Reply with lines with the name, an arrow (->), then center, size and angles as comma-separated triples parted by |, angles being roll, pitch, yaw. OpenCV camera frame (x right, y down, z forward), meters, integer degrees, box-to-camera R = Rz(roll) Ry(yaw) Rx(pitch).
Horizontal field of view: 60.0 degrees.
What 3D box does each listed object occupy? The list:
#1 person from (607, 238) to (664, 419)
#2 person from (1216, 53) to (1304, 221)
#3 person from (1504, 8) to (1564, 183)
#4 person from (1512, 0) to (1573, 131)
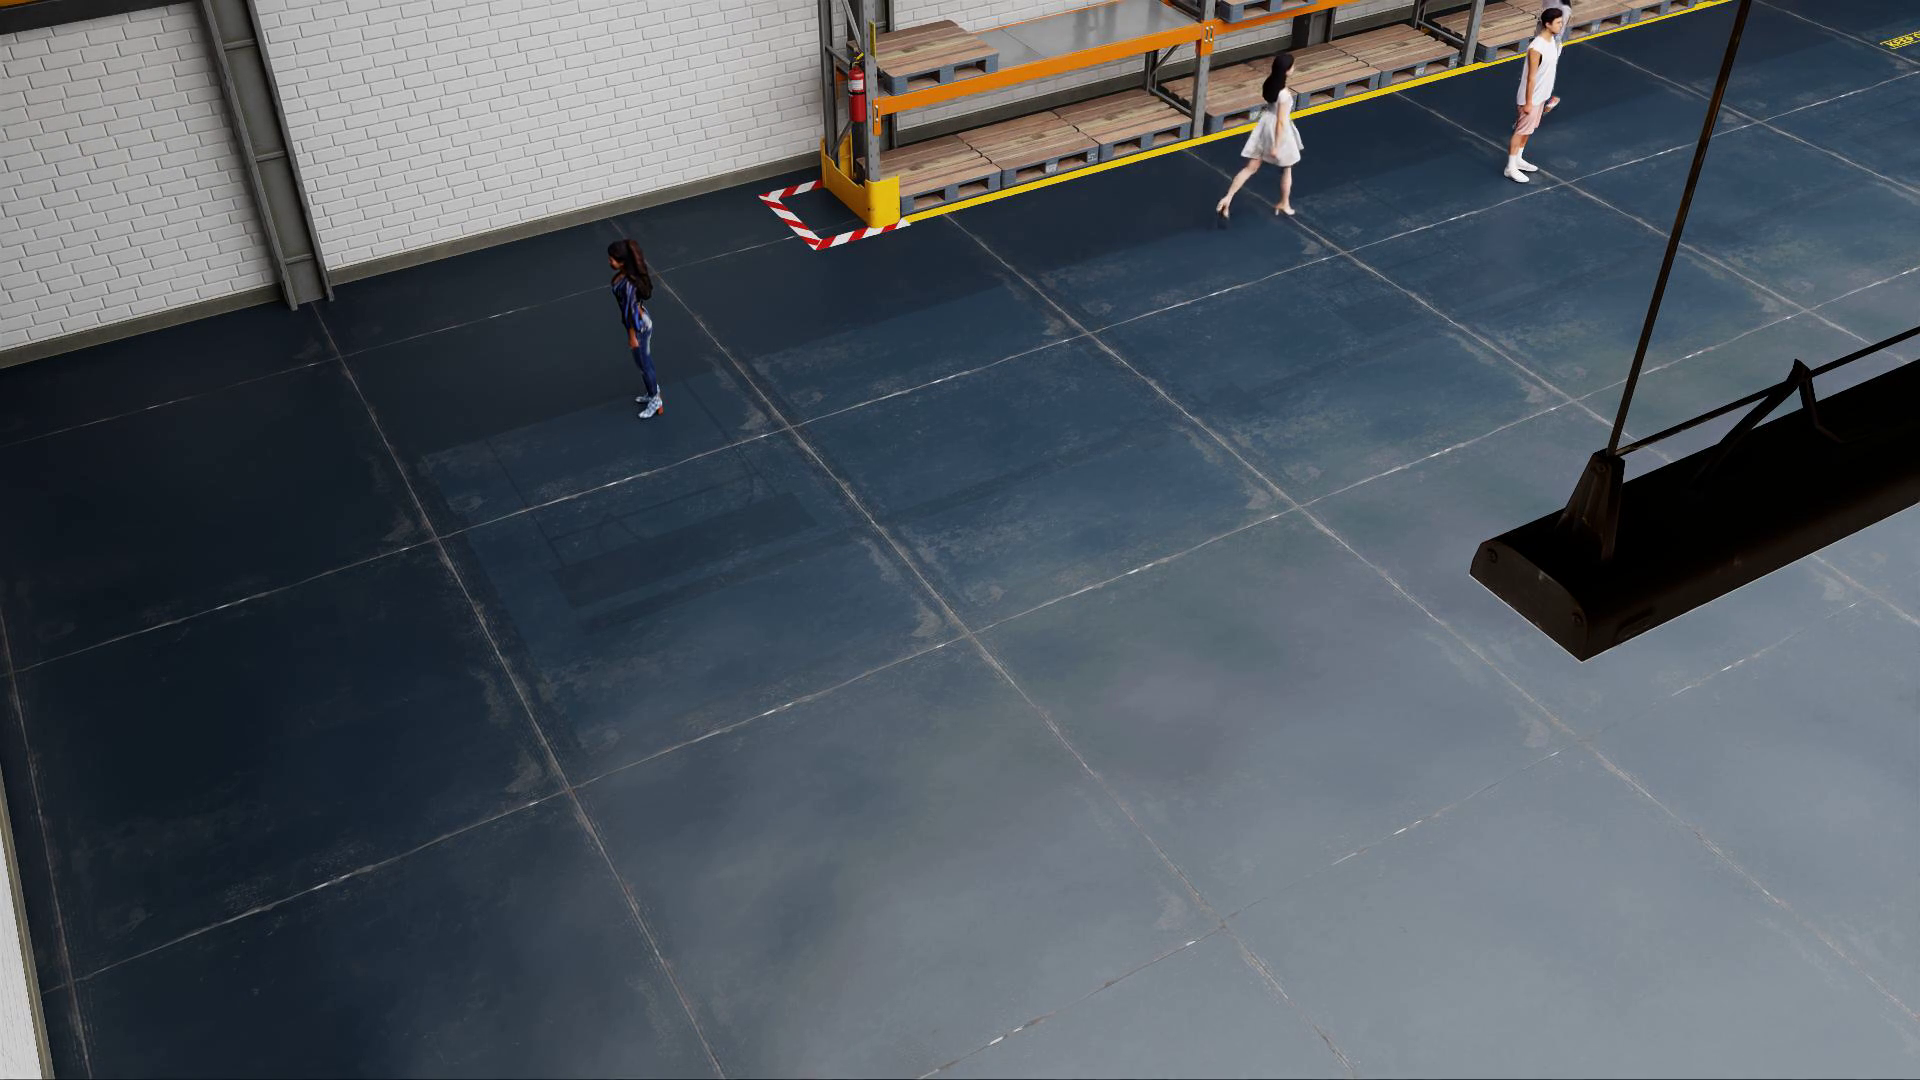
person -> -2.655, -1.755, 13.667 | 0.639, 1.619, 0.666 | -9, 39, -11
person -> 2.956, -3.881, 16.233 | 1.183, 1.740, 0.701 | -15, 41, -18
person -> 5.886, -4.595, 17.087 | 0.785, 1.789, 0.665 | 22, 44, 26
person -> 6.399, -5.265, 17.989 | 0.866, 1.711, 0.740 | -8, 39, -10
